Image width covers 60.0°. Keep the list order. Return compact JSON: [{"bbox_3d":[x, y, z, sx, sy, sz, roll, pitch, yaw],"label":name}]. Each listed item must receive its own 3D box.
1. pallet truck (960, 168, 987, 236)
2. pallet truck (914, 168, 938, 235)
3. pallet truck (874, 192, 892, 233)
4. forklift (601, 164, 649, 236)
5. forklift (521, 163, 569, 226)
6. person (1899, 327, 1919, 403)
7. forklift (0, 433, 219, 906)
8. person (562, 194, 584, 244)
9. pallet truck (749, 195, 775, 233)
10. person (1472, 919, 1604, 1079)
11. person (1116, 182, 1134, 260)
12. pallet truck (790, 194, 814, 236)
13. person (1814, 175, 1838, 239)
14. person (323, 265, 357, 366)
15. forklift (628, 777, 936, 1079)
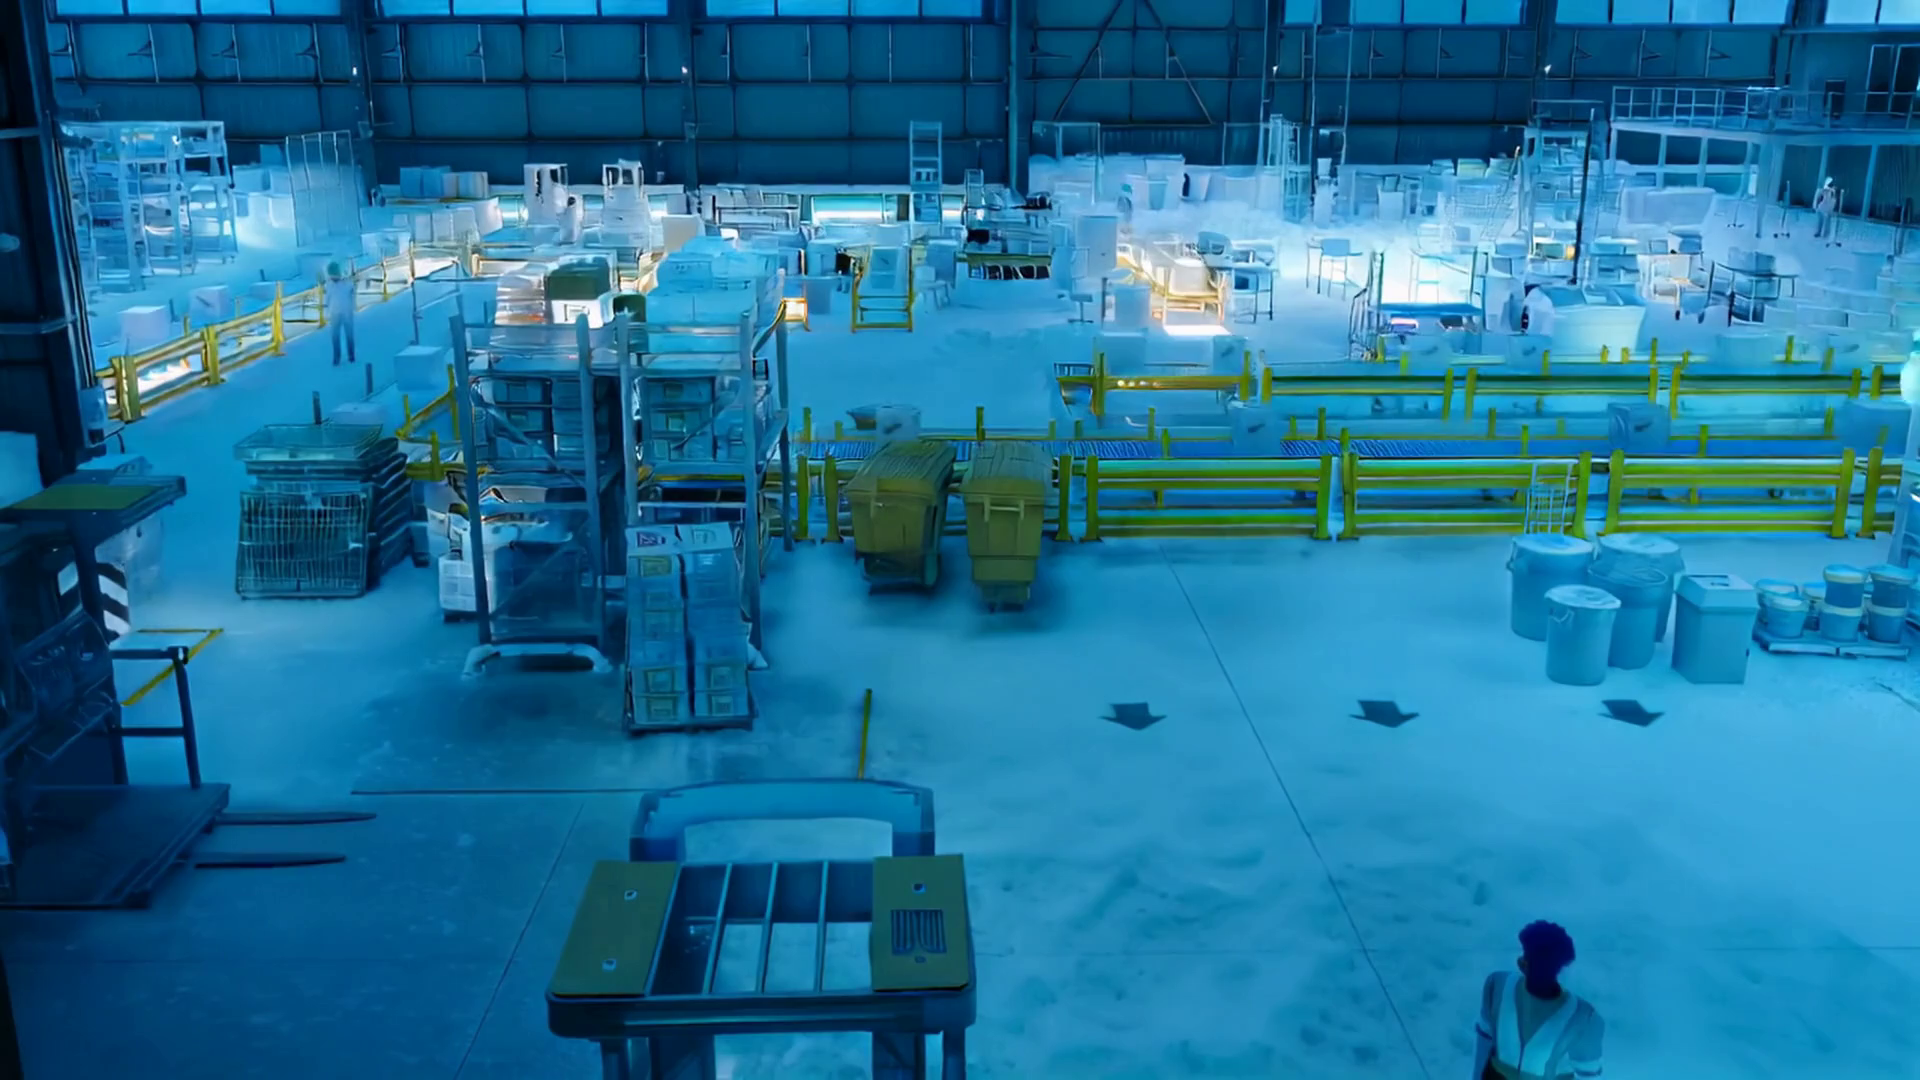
[{"bbox_3d":[0.383,-10.230,50.206,0.823,1.965,1.885,-1,16,-3],"label":"pallet truck"},{"bbox_3d":[-0.989,-10.316,50.507,0.823,1.965,1.885,1,16,3],"label":"pallet truck"},{"bbox_3d":[-2.277,-9.986,50.594,0.653,1.274,1.630,0,16,-1],"label":"pallet truck"},{"bbox_3d":[-9.948,-10.127,49.296,1.157,1.987,2.680,-1,16,-3],"label":"forklift"},{"bbox_3d":[-12.233,-10.122,49.298,1.157,1.987,2.680,0,16,-1],"label":"forklift"},{"bbox_3d":[12.457,-1.870,21.525,0.907,1.795,0.604,1,16,5],"label":"person"},{"bbox_3d":[-5.952,0.780,10.366,1.873,2.768,1.129,0,16,-1],"label":"forklift"},{"bbox_3d":[-9.690,-7.725,41.727,0.745,1.886,0.435,10,19,32],"label":"person"},{"bbox_3d":[-6.051,-9.967,50.660,0.680,1.201,1.601,0,16,-1],"label":"pallet truck"},{"bbox_3d":[2.378,2.365,6.964,0.533,1.697,0.318,14,21,39],"label":"person"},{"bbox_3d":[4.375,-8.338,43.575,0.556,2.025,0.646,10,19,31],"label":"person"},{"bbox_3d":[-4.814,-9.883,50.259,0.704,1.261,1.522,-1,16,-3],"label":"pallet truck"},{"bbox_3d":[25.480,-9.789,48.944,0.508,1.847,0.345,2,16,8],"label":"person"},{"bbox_3d":[-10.602,-3.845,28.501,0.537,1.721,0.873,-3,16,-11],"label":"person"},{"bbox_3d":[-0.542,2.165,5.552,1.129,2.768,1.873,-1,16,-2],"label":"forklift"}]
